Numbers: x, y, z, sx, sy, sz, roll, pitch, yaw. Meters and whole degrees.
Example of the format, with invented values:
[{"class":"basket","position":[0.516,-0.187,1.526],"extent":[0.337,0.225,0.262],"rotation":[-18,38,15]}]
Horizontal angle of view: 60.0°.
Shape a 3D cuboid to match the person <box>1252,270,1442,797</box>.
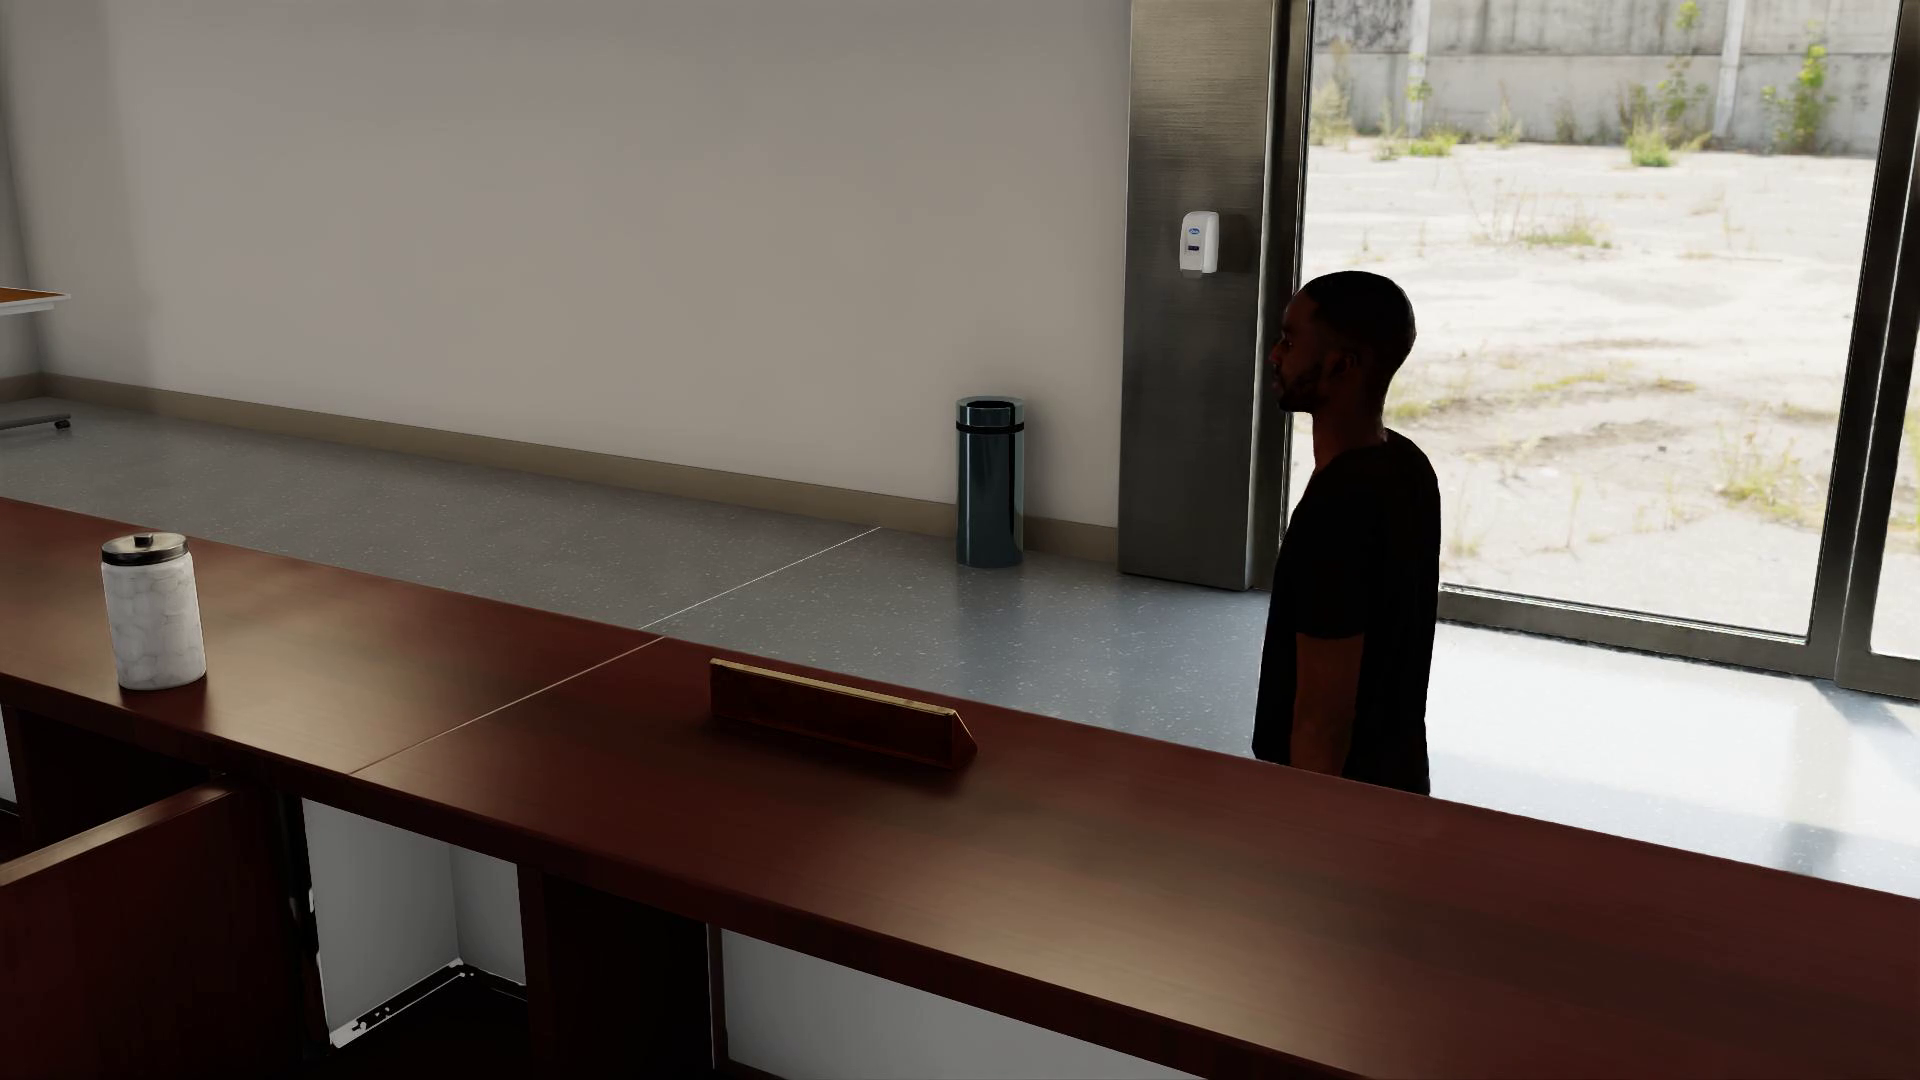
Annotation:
[{"class":"person","position":[0.719,0.466,2.795],"extent":[0.754,1.790,0.663],"rotation":[11,19,34]}]
